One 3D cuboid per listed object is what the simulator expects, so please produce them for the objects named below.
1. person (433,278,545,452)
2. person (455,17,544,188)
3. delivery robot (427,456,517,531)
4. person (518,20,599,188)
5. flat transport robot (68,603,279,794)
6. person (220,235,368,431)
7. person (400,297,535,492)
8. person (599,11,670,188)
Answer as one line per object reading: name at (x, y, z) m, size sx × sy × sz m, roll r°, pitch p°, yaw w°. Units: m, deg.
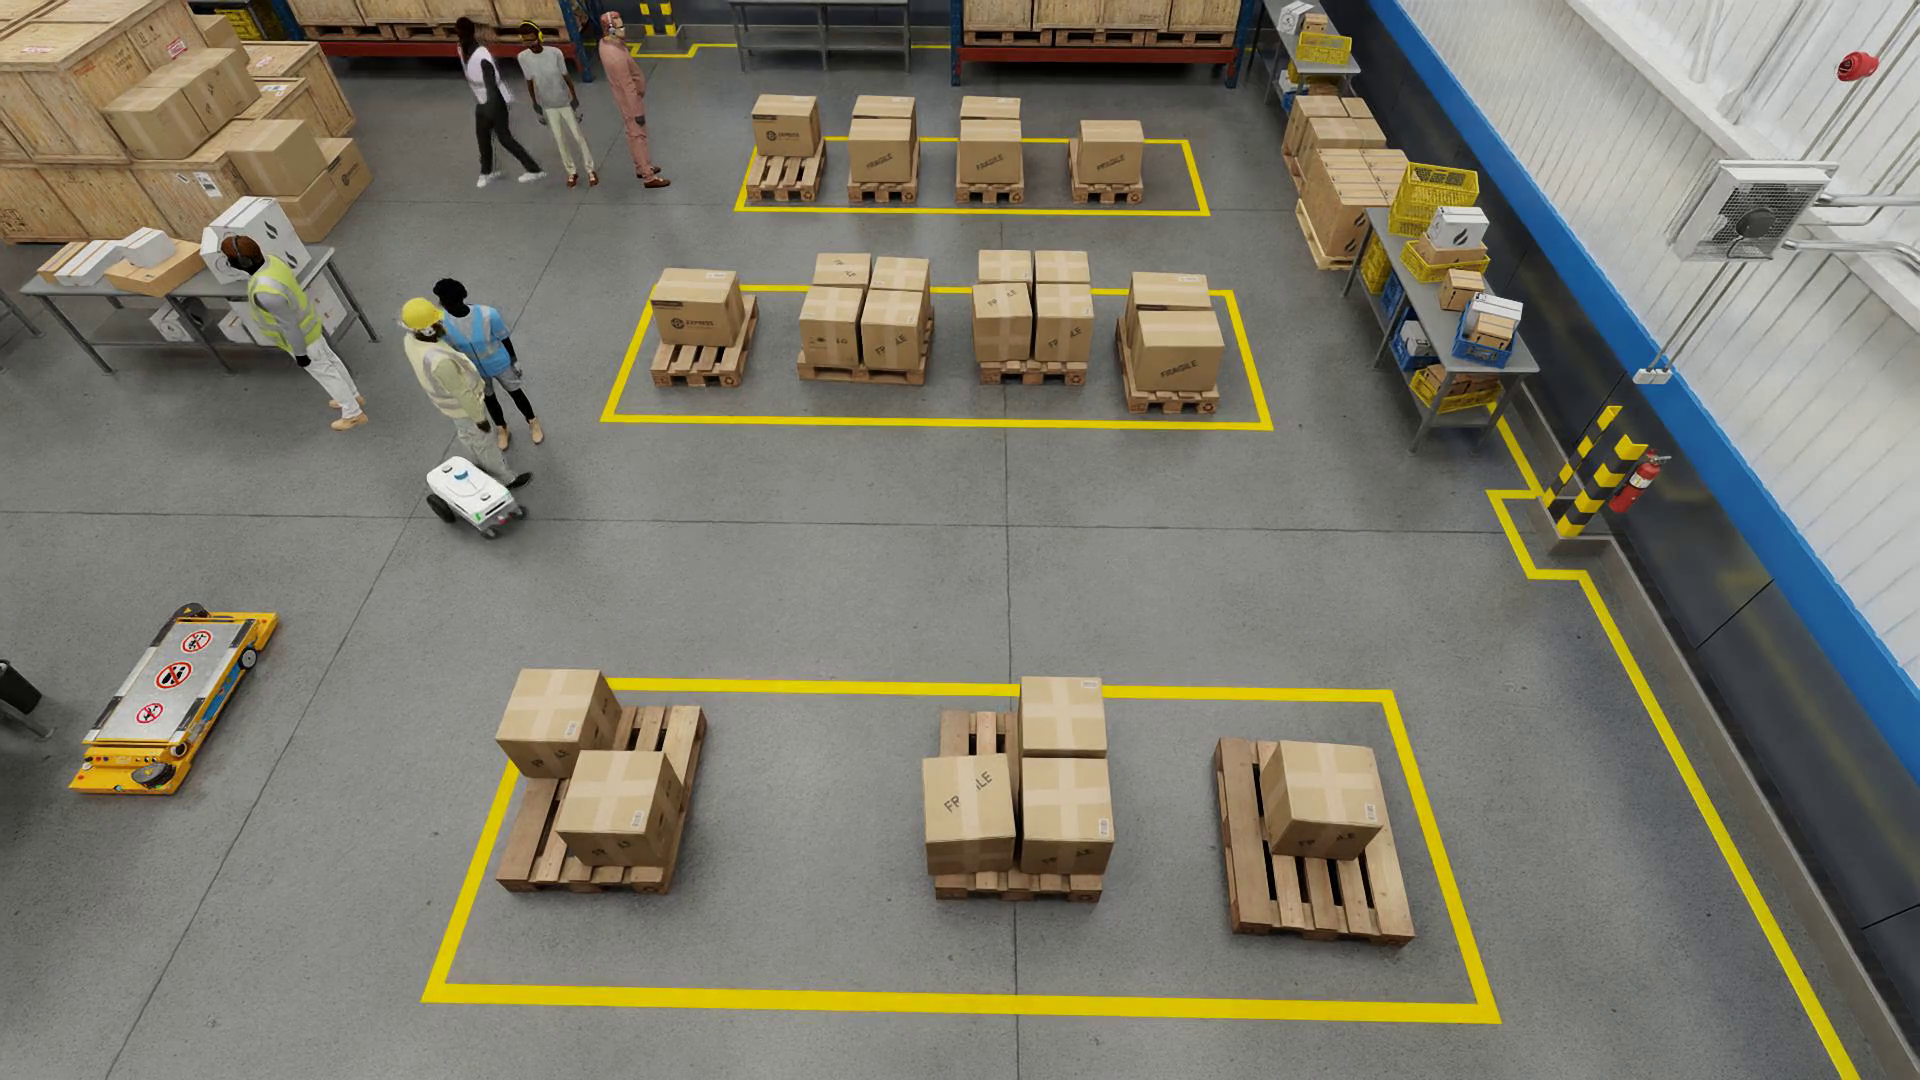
person at (-3.943, -1.452, 7.647) m, size 0.539 × 1.698 × 0.319 m, roll -12°, pitch 51°, yaw -10°
person at (-5.477, -4.991, 10.541) m, size 0.643 × 1.862 × 0.683 m, roll 36°, pitch 59°, yaw 27°
delivery robot at (-3.966, -0.392, 7.437) m, size 0.707 × 0.478 × 0.477 m, roll 30°, pitch 56°, yaw 23°
person at (-4.627, -4.976, 10.533) m, size 0.520 × 1.856 × 0.334 m, roll -9°, pitch 50°, yaw -7°
flat transport robot at (-5.504, 1.072, 6.442) m, size 0.652 × 0.197 × 1.431 m, roll 1°, pitch 50°, yaw 1°
person at (-5.647, -1.754, 7.811) m, size 0.429 × 1.843 × 0.633 m, roll -20°, pitch 53°, yaw -16°
person at (-3.970, -1.097, 7.278) m, size 0.614 × 1.827 × 0.479 m, roll 34°, pitch 58°, yaw 25°
person at (-3.772, -5.052, 10.561) m, size 0.403 × 1.906 × 0.651 m, roll -23°, pitch 53°, yaw -18°
